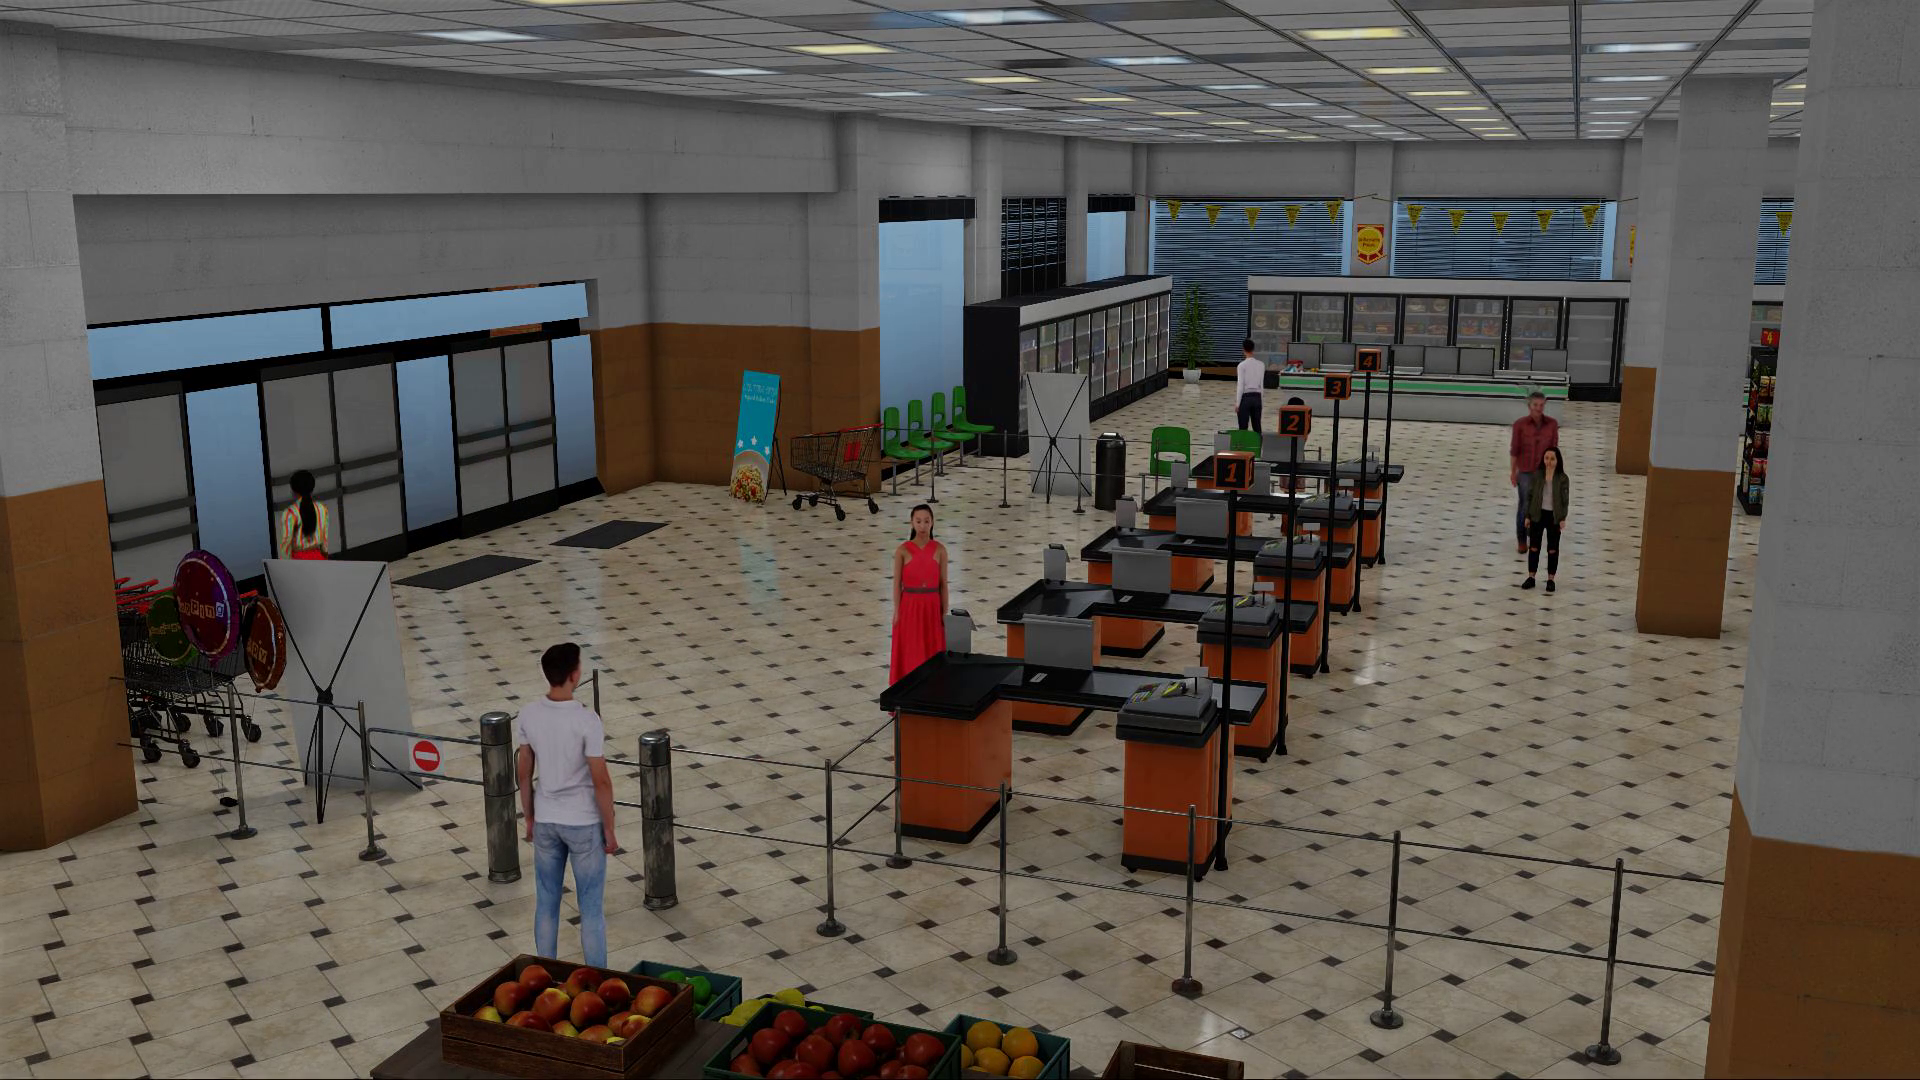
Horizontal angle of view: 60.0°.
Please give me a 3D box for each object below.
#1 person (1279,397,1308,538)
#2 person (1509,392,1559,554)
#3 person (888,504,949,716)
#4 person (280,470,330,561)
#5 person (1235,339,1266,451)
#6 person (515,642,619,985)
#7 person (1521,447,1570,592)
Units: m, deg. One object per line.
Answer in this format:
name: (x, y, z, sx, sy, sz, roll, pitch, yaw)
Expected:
person: (3.937, -0.878, 19.723, 0.596, 1.645, 0.691, 2, 12, 9)
person: (6.474, -0.777, 18.836, 0.863, 1.813, 0.872, 1, 12, 6)
person: (-0.305, 0.573, 12.632, 0.705, 1.727, 0.796, -2, 12, -10)
person: (-5.312, 0.335, 13.677, 1.042, 1.763, 0.668, 6, 13, 28)
person: (4.332, -2.067, 24.832, 0.709, 1.867, 0.781, -4, 13, -19)
person: (-1.963, 1.417, 8.323, 0.467, 1.851, 0.712, 4, 13, 18)
person: (6.002, -0.224, 17.025, 0.498, 1.476, 0.668, 7, 14, 29)
